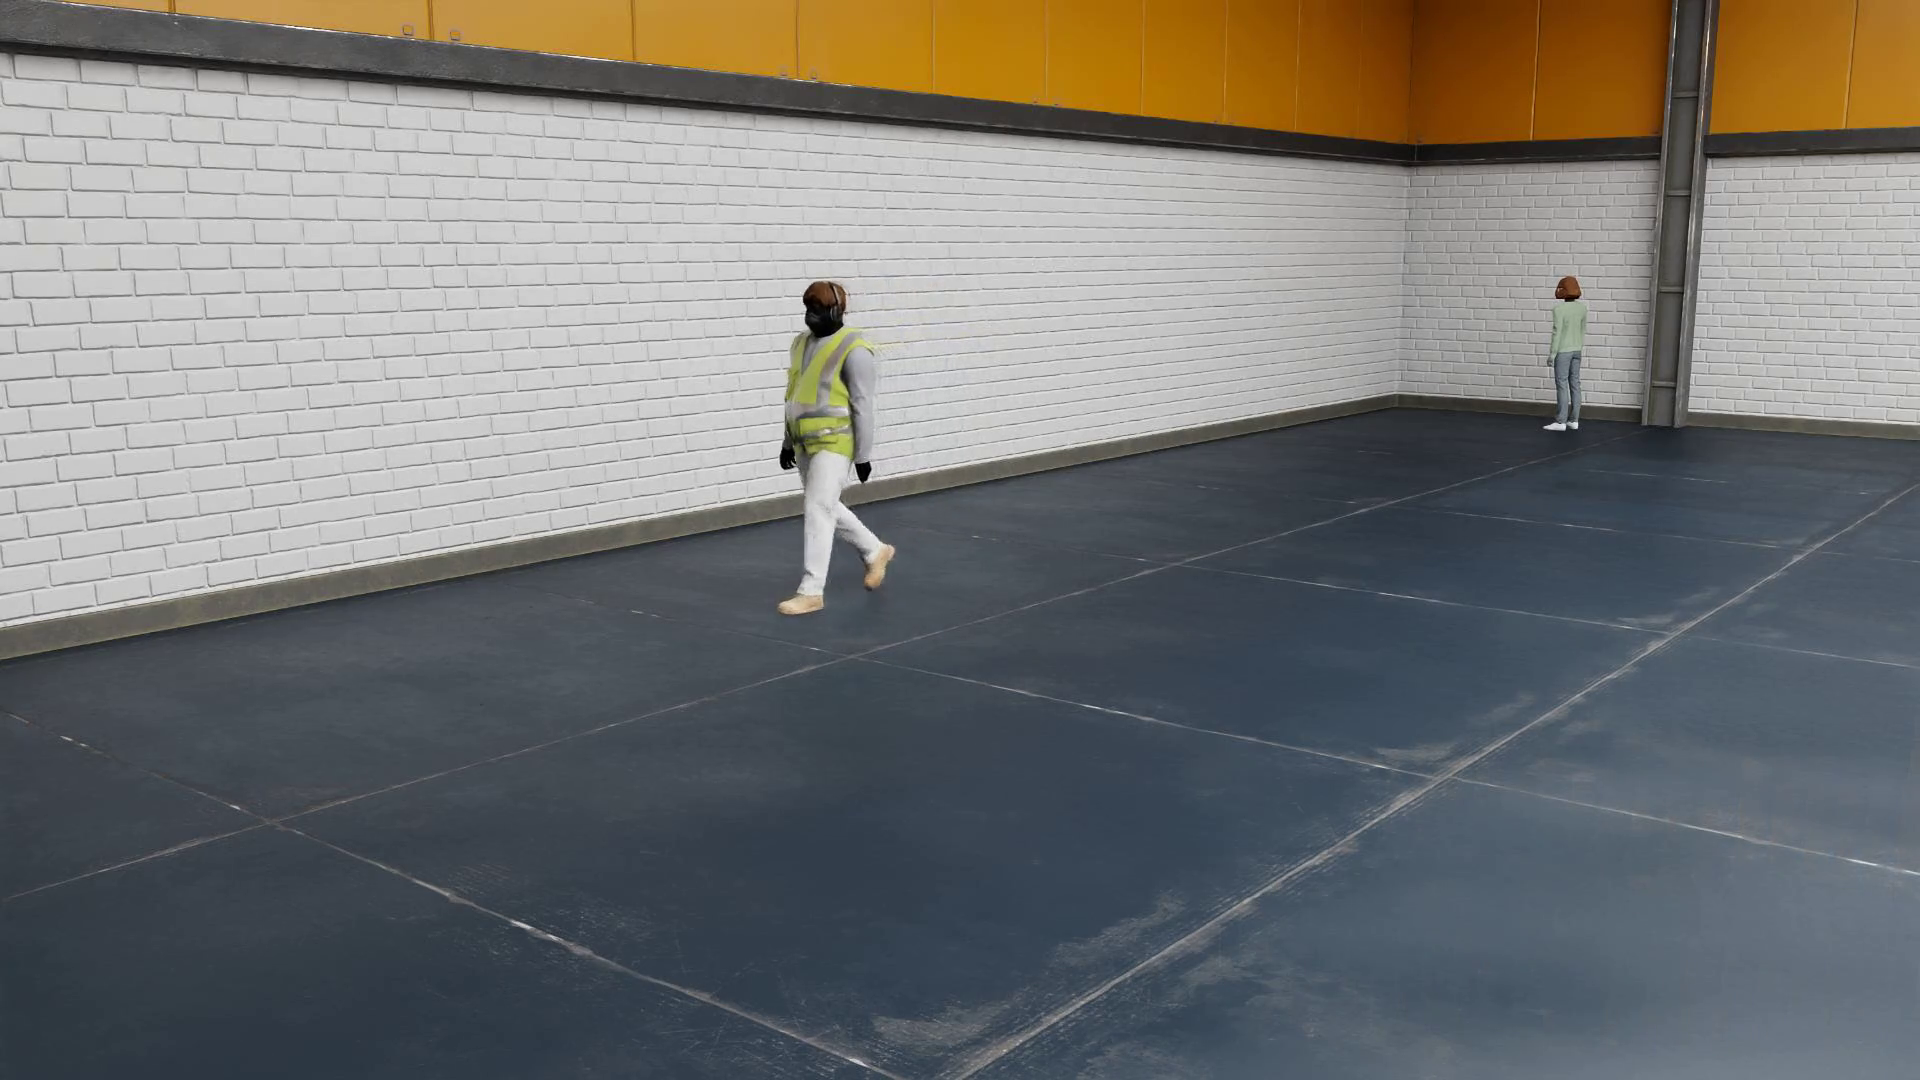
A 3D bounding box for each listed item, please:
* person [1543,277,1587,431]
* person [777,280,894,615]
[{"bbox_3d":[6.462,-1.982,17.737,0.498,1.634,0.281,-6,12,-31],"label":"person"},{"bbox_3d":[-0.688,-0.530,9.212,0.833,1.813,0.626,-8,13,-37],"label":"person"}]
